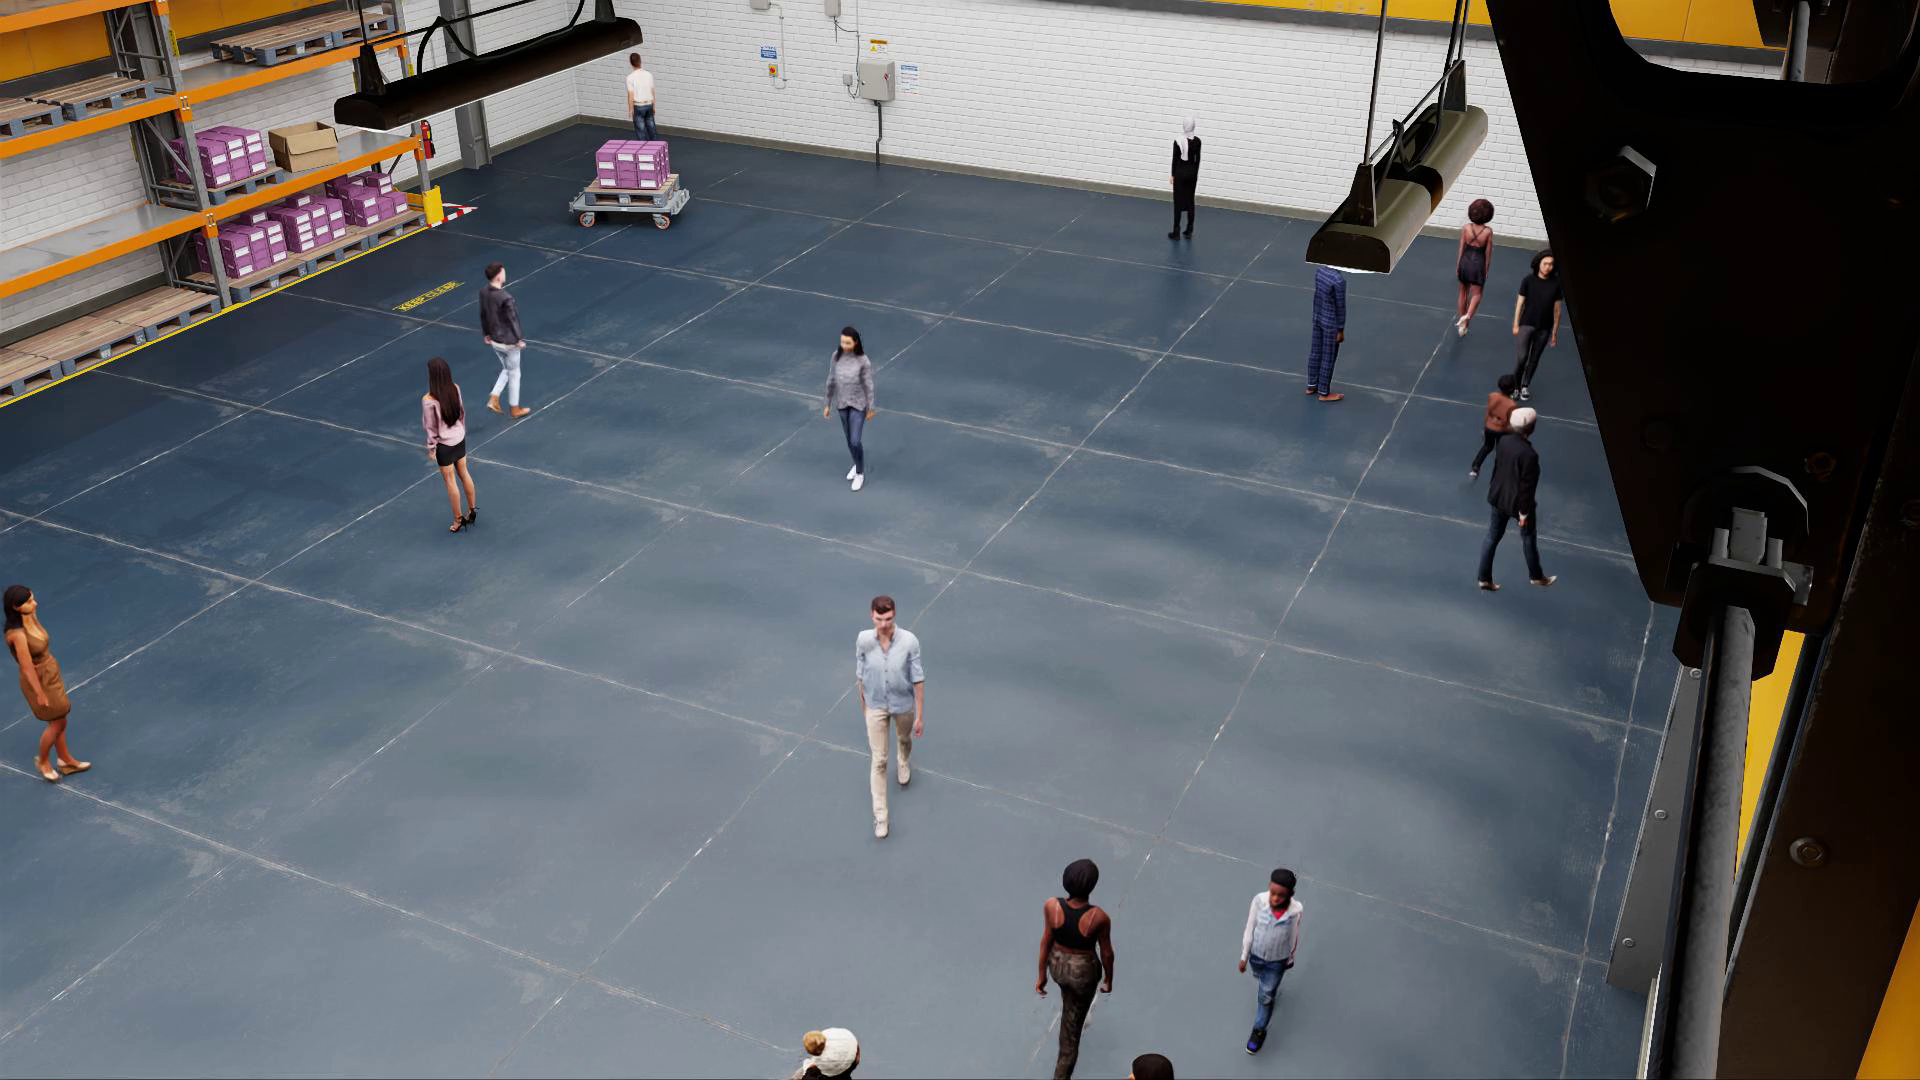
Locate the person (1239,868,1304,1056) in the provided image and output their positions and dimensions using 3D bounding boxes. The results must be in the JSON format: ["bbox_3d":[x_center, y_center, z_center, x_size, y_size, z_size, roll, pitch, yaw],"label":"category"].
[{"bbox_3d":[1.950,2.524,10.400,0.497,1.246,0.883,15,32,25],"label":"person"}]

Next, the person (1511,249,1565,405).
[{"bbox_3d":[6.566,-2.484,18.979,0.712,1.821,0.766,5,29,8],"label":"person"}]

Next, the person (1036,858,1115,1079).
[{"bbox_3d":[0.640,2.645,9.756,0.574,1.649,1.148,12,31,21],"label":"person"}]

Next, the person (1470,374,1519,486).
[{"bbox_3d":[5.491,-1.124,17.086,0.826,1.247,0.725,-19,34,-31],"label":"person"}]

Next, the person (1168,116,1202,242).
[{"bbox_3d":[3.264,-5.230,24.060,0.669,1.777,0.728,-10,30,-17],"label":"person"}]

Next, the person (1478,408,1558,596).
[{"bbox_3d":[4.678,-0.298,14.139,1.055,1.773,1.076,-11,30,-19],"label":"person"}]

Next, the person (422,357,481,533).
[{"bbox_3d":[-4.941,-0.922,16.127,0.693,1.812,0.494,16,33,27],"label":"person"}]

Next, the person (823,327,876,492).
[{"bbox_3d":[-1.074,-1.420,17.143,0.646,1.712,0.731,14,32,25],"label":"person"}]

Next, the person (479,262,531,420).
[{"bbox_3d":[-5.091,-2.165,18.392,0.749,1.824,0.812,21,35,33],"label":"person"}]

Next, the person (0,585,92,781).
[{"bbox_3d":[-6.964,1.086,12.579,0.760,1.683,0.698,-7,29,-13],"label":"person"}]

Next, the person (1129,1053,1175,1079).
[{"bbox_3d":[0.977,3.278,8.603,0.691,1.642,0.553,2,29,3],"label":"person"}]

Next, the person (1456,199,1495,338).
[{"bbox_3d":[6.295,-3.300,20.524,0.575,1.775,0.860,15,32,25],"label":"person"}]

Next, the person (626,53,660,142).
[{"bbox_3d":[-5.209,-7.068,27.351,0.676,1.851,0.803,-21,35,-33],"label":"person"}]

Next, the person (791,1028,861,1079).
[{"bbox_3d":[-0.724,3.223,8.457,0.969,1.880,0.887,-18,34,-30],"label":"person"}]

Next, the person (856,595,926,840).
[{"bbox_3d":[-0.491,1.177,12.289,1.016,1.802,1.333,1,29,1],"label":"person"}]

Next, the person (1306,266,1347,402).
[{"bbox_3d":[4.203,-2.493,18.999,0.808,1.819,0.765,-13,31,-22],"label":"person"}]
